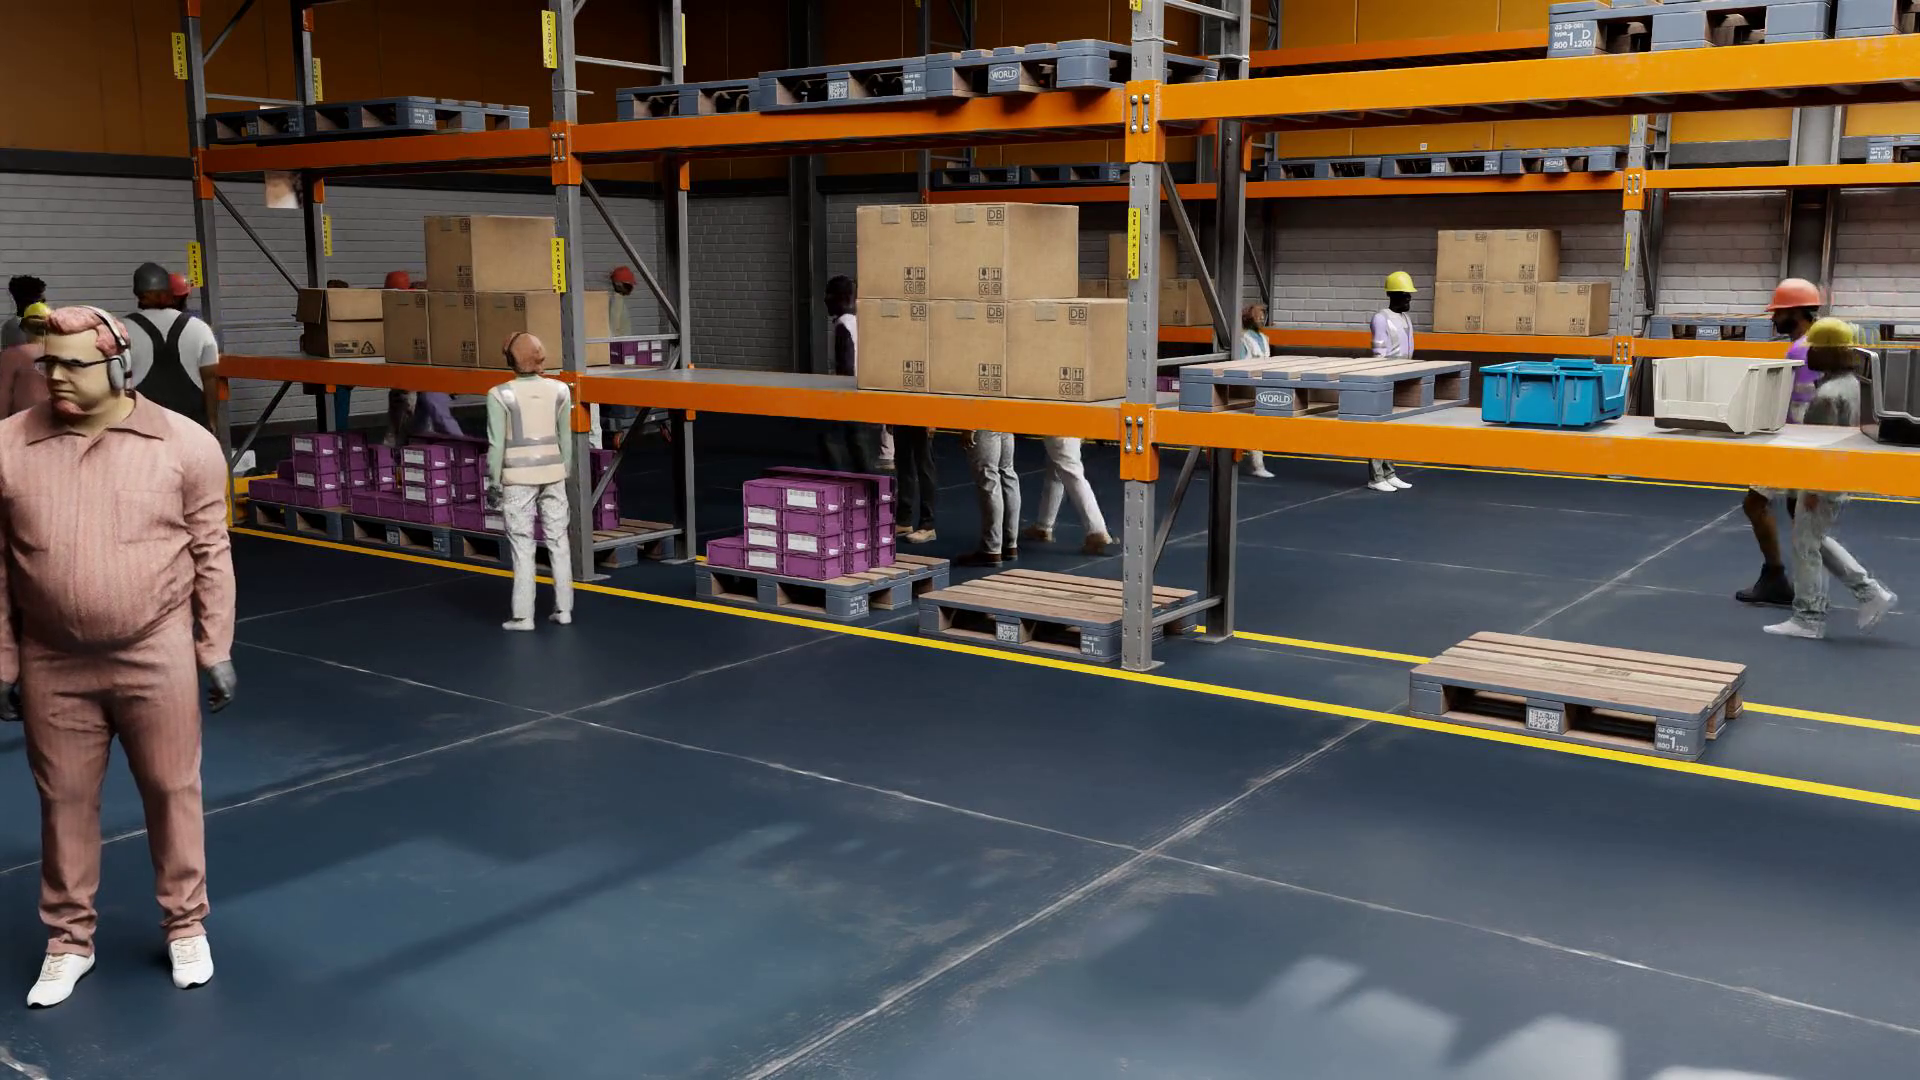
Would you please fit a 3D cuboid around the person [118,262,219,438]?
[{"bbox_3d":[-5.368,-0.872,11.233,0.692,2.000,0.729,-7,12,-37],"label":"person"}]

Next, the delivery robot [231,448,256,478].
[{"bbox_3d":[-6.215,-0.620,13.856,0.477,0.478,0.707,3,10,15],"label":"delivery robot"}]

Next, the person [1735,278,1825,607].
[{"bbox_3d":[4.814,-0.558,9.717,0.587,1.914,0.589,6,11,32],"label":"person"}]

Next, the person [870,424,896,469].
[{"bbox_3d":[-0.728,-1.690,16.254,0.393,1.988,0.623,5,11,30],"label":"person"}]

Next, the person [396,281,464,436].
[{"bbox_3d":[-4.899,-1.507,15.622,0.960,1.846,0.659,2,10,13],"label":"person"}]

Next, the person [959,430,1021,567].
[{"bbox_3d":[0.197,-0.787,11.030,0.362,1.938,0.631,5,11,30],"label":"person"}]

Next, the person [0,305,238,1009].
[{"bbox_3d":[-2.329,0.318,4.558,0.641,1.904,0.401,-3,10,-16],"label":"person"}]

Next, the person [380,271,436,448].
[{"bbox_3d":[-5.721,-1.794,17.101,0.789,1.934,0.674,-3,10,-17],"label":"person"}]

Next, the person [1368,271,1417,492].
[{"bbox_3d":[3.819,-1.392,14.665,0.368,1.928,0.585,8,12,39],"label":"person"}]

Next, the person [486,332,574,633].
[{"bbox_3d":[-2.335,-0.310,9.083,0.518,1.638,0.311,-9,13,-42],"label":"person"}]

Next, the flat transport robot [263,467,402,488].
[{"bbox_3d":[-5.338,-0.520,14.396,1.431,0.197,0.652,2,10,12],"label":"flat transport robot"}]

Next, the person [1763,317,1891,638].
[{"bbox_3d":[4.653,-0.317,8.851,0.495,1.728,0.494,8,12,40],"label":"person"}]

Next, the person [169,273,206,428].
[{"bbox_3d":[-7.040,-1.464,15.156,0.791,1.895,0.609,-5,11,-28],"label":"person"}]

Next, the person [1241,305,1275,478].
[{"bbox_3d":[2.696,-1.403,15.647,0.658,1.614,0.523,8,12,39],"label":"person"}]

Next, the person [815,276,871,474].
[{"bbox_3d":[-0.976,-1.193,13.584,0.618,1.898,0.602,2,10,10],"label":"person"}]

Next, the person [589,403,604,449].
[{"bbox_3d":[-3.208,-1.200,13.778,0.627,1.844,0.429,-9,13,-43],"label":"person"}]

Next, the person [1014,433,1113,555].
[{"bbox_3d":[0.770,-0.812,11.643,0.992,1.796,0.634,9,13,42],"label":"person"}]

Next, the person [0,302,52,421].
[{"bbox_3d":[-6.785,-0.888,12.271,0.862,1.717,0.533,5,11,28],"label":"person"}]

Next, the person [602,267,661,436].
[{"bbox_3d":[-3.870,-2.161,19.172,0.963,1.934,0.754,-3,10,-16],"label":"person"}]

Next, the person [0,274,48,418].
[{"bbox_3d":[-7.239,-1.078,12.830,0.966,1.925,0.614,-8,13,-40],"label":"person"}]

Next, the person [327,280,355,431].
[{"bbox_3d":[-6.188,-1.648,16.459,0.563,1.837,0.389,9,13,44],"label":"person"}]

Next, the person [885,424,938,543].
[{"bbox_3d":[-0.348,-0.896,11.972,0.351,1.842,0.507,-8,13,-41],"label":"person"}]
